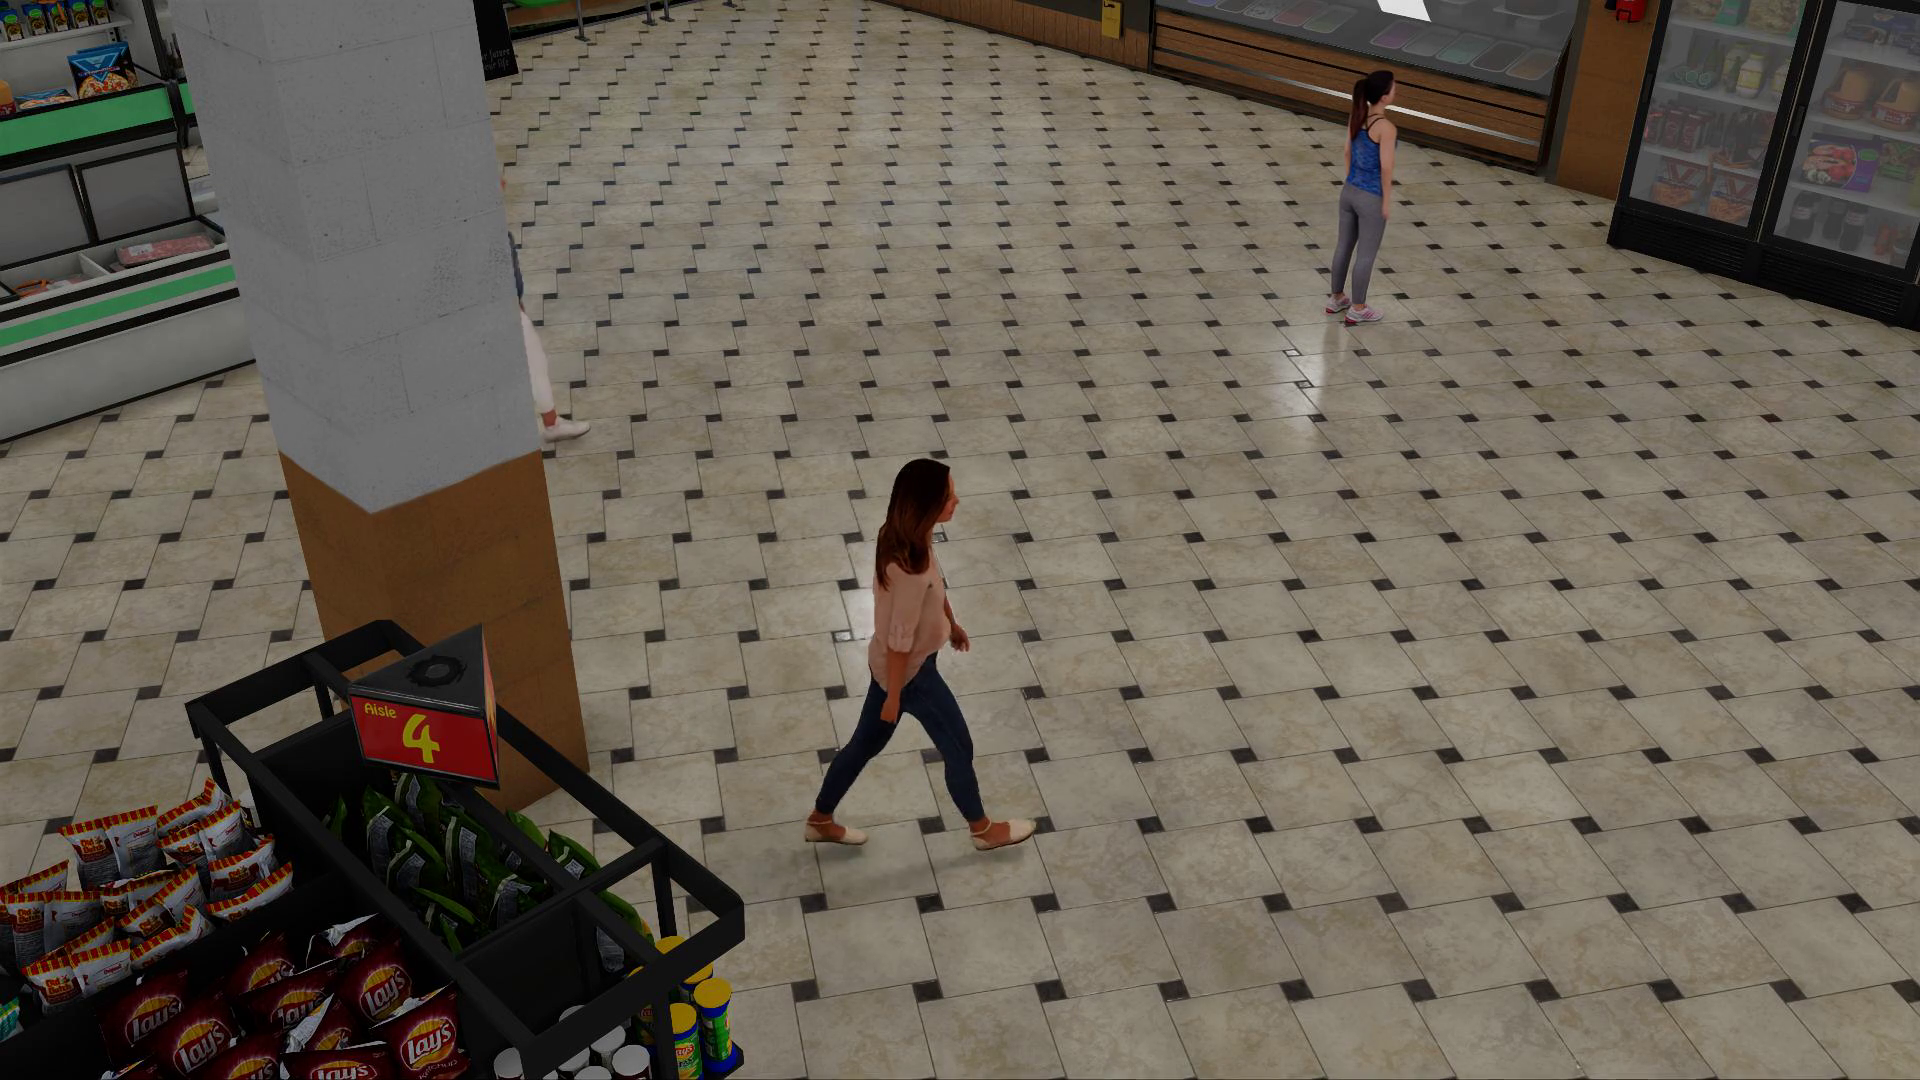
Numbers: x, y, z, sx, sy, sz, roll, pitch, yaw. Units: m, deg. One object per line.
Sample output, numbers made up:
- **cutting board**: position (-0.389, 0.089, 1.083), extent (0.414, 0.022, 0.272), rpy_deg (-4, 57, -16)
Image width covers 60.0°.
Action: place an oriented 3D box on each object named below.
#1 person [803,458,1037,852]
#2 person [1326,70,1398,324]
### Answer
- **person**: position (-0.294, 0.491, 6.148), extent (1.192, 1.744, 1.029), rpy_deg (-5, 32, -8)
- **person**: position (2.569, -2.180, 10.569), extent (0.627, 1.609, 0.625), rpy_deg (-16, 35, -23)
